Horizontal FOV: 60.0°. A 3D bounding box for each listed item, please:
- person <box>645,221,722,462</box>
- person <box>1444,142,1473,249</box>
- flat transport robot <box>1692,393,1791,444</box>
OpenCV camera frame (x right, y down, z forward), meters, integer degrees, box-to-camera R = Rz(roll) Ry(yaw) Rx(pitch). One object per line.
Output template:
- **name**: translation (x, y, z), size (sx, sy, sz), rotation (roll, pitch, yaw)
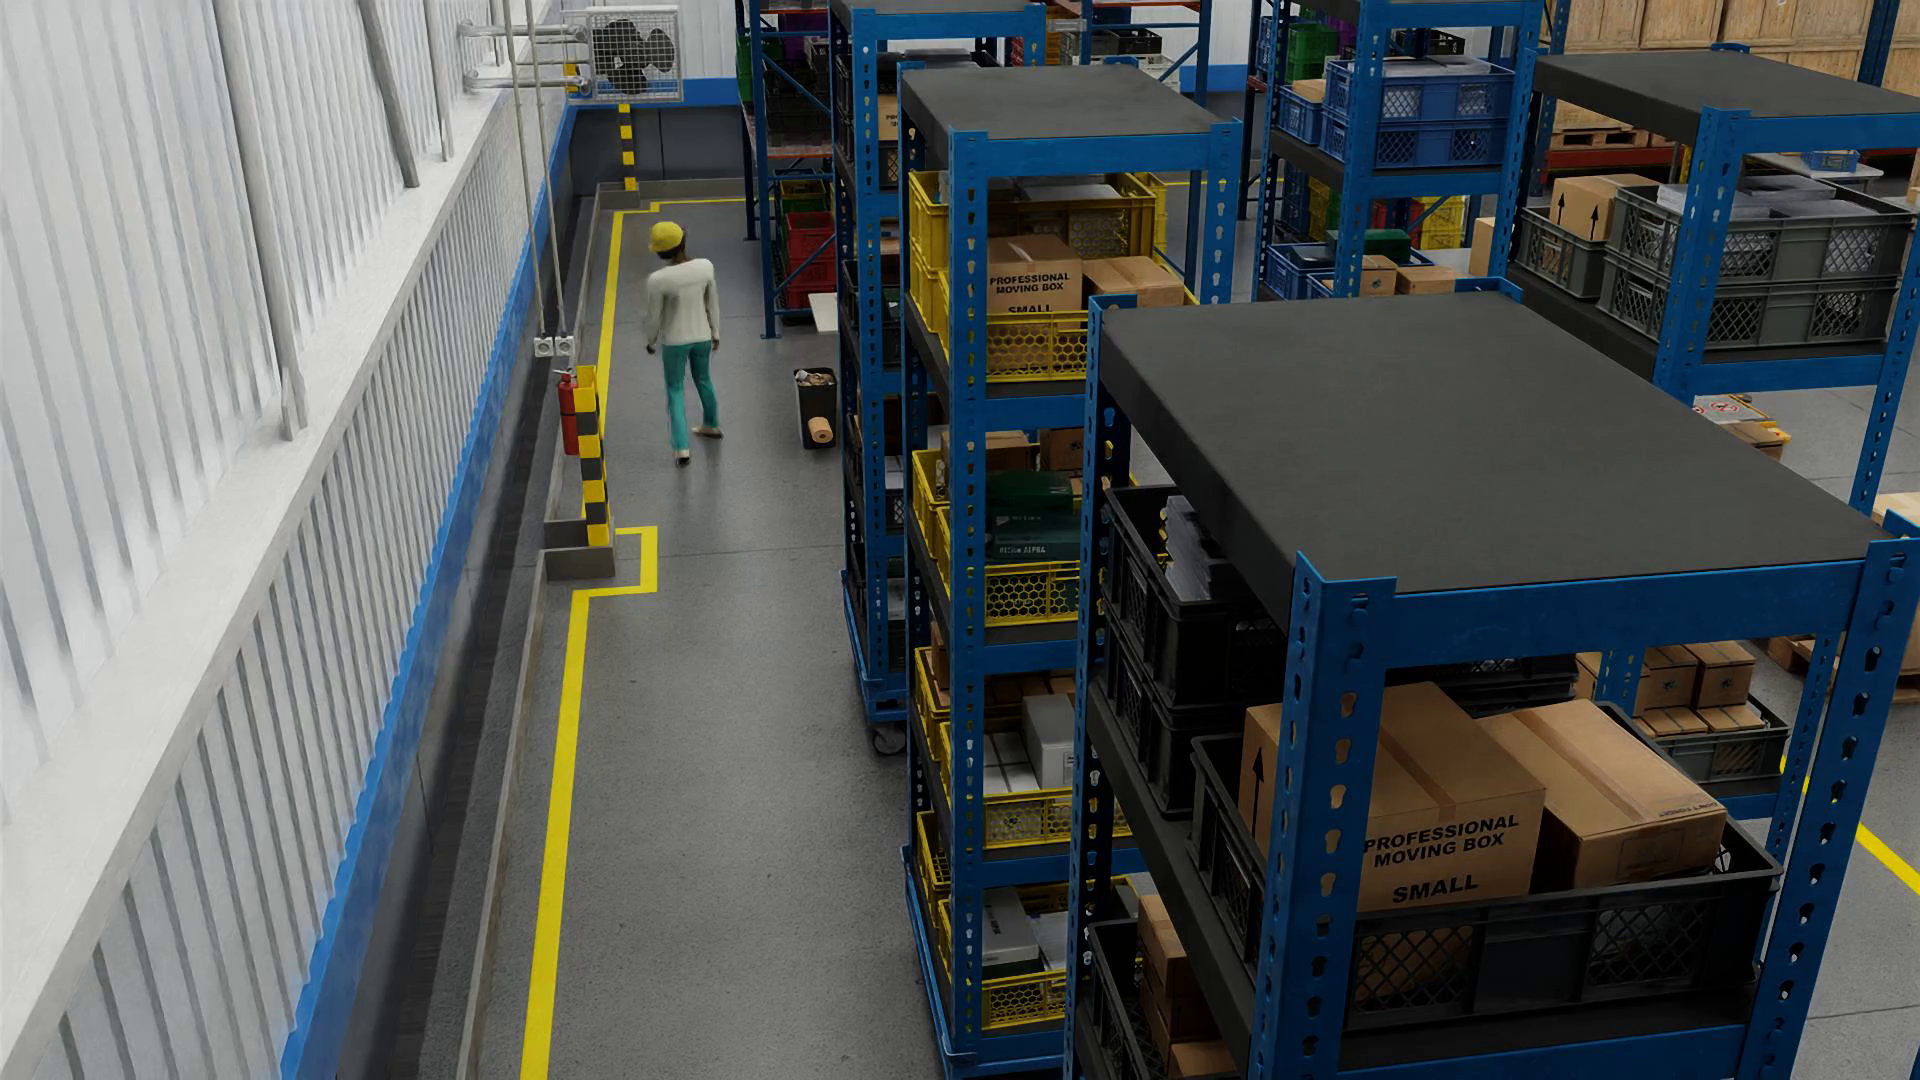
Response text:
- **person**: translation (-1.932, -1.414, 11.660), size (0.572, 1.706, 0.575), rotation (-18, 30, -34)
- **person**: translation (5.031, -3.791, 16.604), size (0.572, 1.886, 0.359), rotation (-18, 30, -34)
- **flat transport robot**: translation (5.224, -0.859, 12.132), size (1.431, 0.197, 0.652), rotation (-4, 25, -8)
